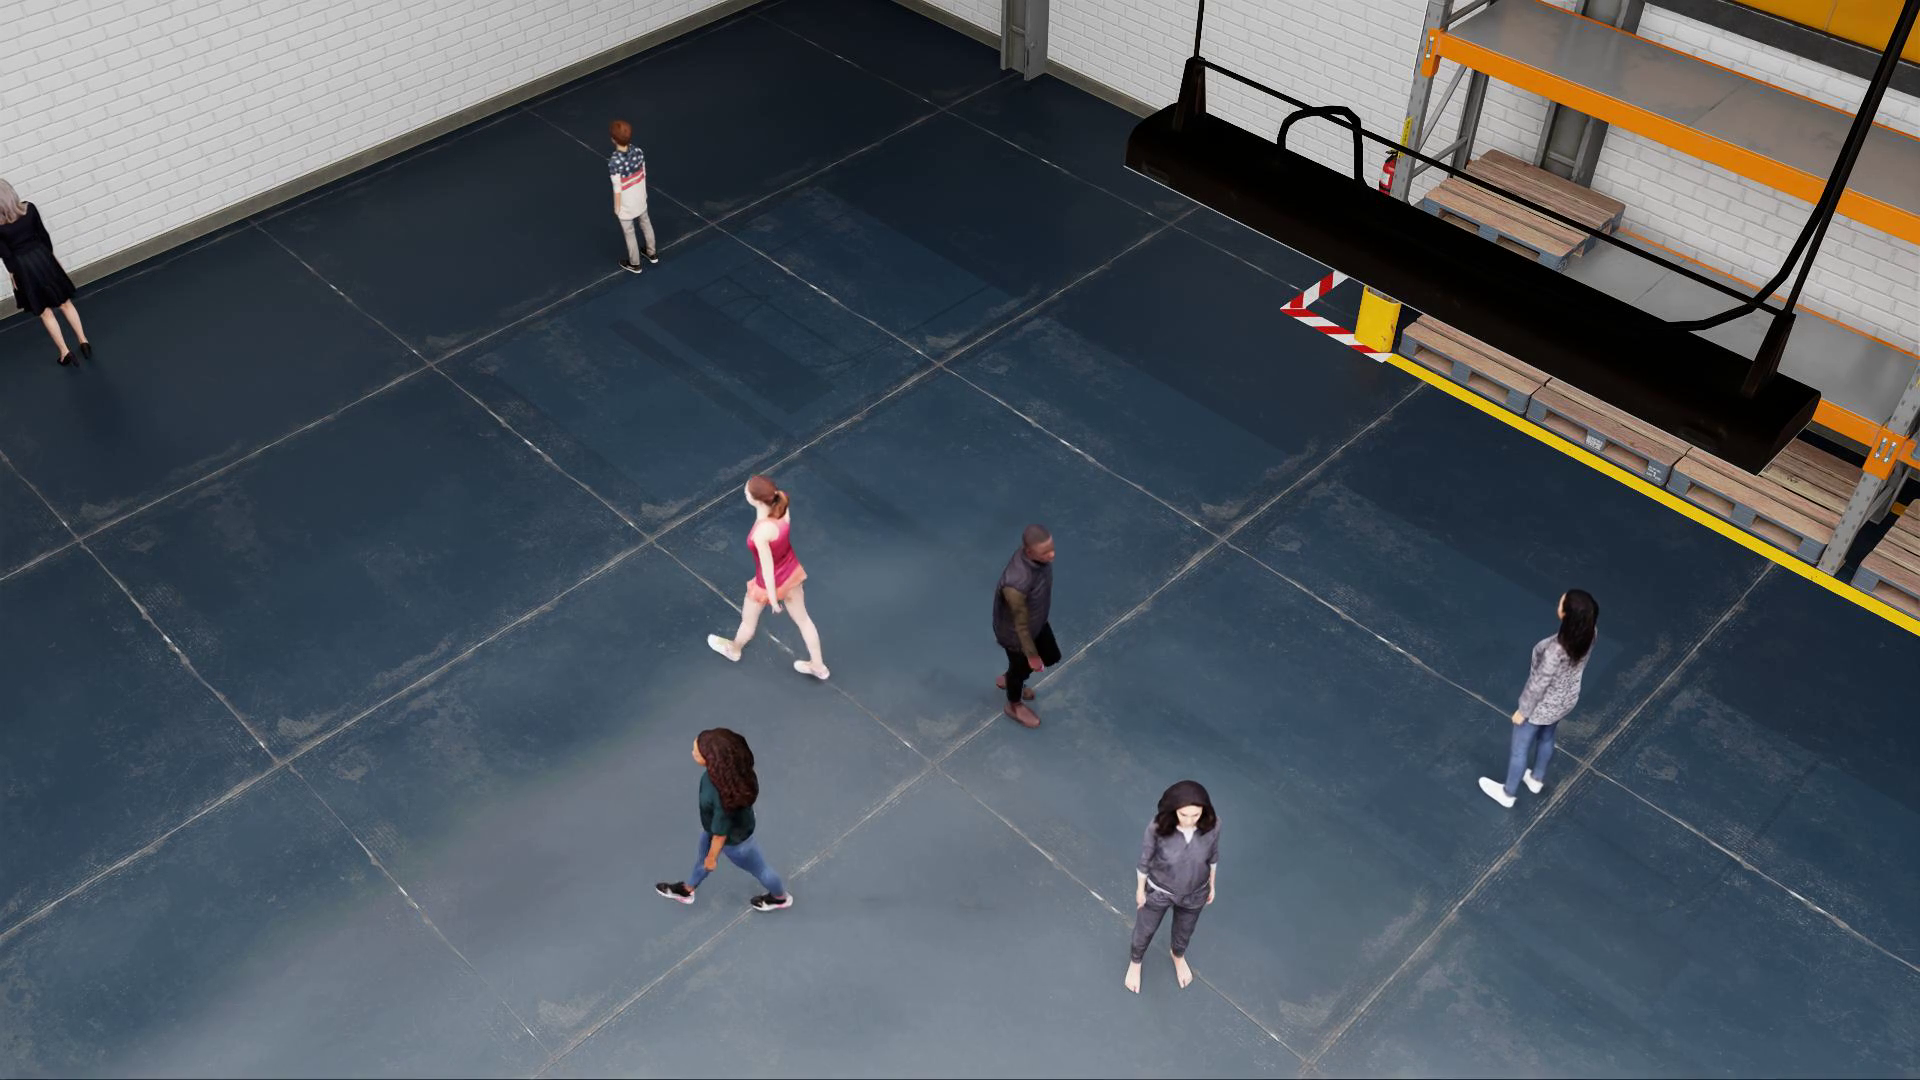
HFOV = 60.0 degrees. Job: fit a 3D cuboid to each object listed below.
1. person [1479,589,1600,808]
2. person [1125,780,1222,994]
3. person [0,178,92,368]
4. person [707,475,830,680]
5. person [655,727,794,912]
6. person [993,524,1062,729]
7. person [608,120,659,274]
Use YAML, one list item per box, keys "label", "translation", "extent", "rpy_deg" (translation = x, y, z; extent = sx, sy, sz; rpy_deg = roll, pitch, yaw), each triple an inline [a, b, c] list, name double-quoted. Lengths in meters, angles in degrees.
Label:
- label: "person"
  translation: [3.561, 0.966, 10.059]
  extent: [0.653, 1.731, 0.586]
  rpy_deg: [-26, 49, -25]
- label: "person"
  translation: [1.177, 1.874, 9.082]
  extent: [0.674, 1.763, 0.710]
  rpy_deg: [-4, 44, -5]
- label: "person"
  translation: [-7.400, -2.150, 13.318]
  extent: [0.601, 1.747, 0.624]
  rpy_deg: [27, 50, 26]
- label: "person"
  translation: [-1.114, 0.285, 10.786]
  extent: [1.145, 1.714, 0.784]
  rpy_deg: [20, 47, 20]
- label: "person"
  translation: [-1.206, 1.646, 9.453]
  extent: [1.073, 1.582, 1.041]
  rpy_deg: [-2, 44, -2]
- label: "person"
  translation: [0.330, 0.515, 10.468]
  extent: [0.812, 1.819, 0.803]
  rpy_deg: [19, 47, 19]
- label: "person"
  translation: [-2.859, -2.998, 14.430]
  extent: [0.512, 1.440, 0.535]
  rpy_deg: [29, 51, 27]
